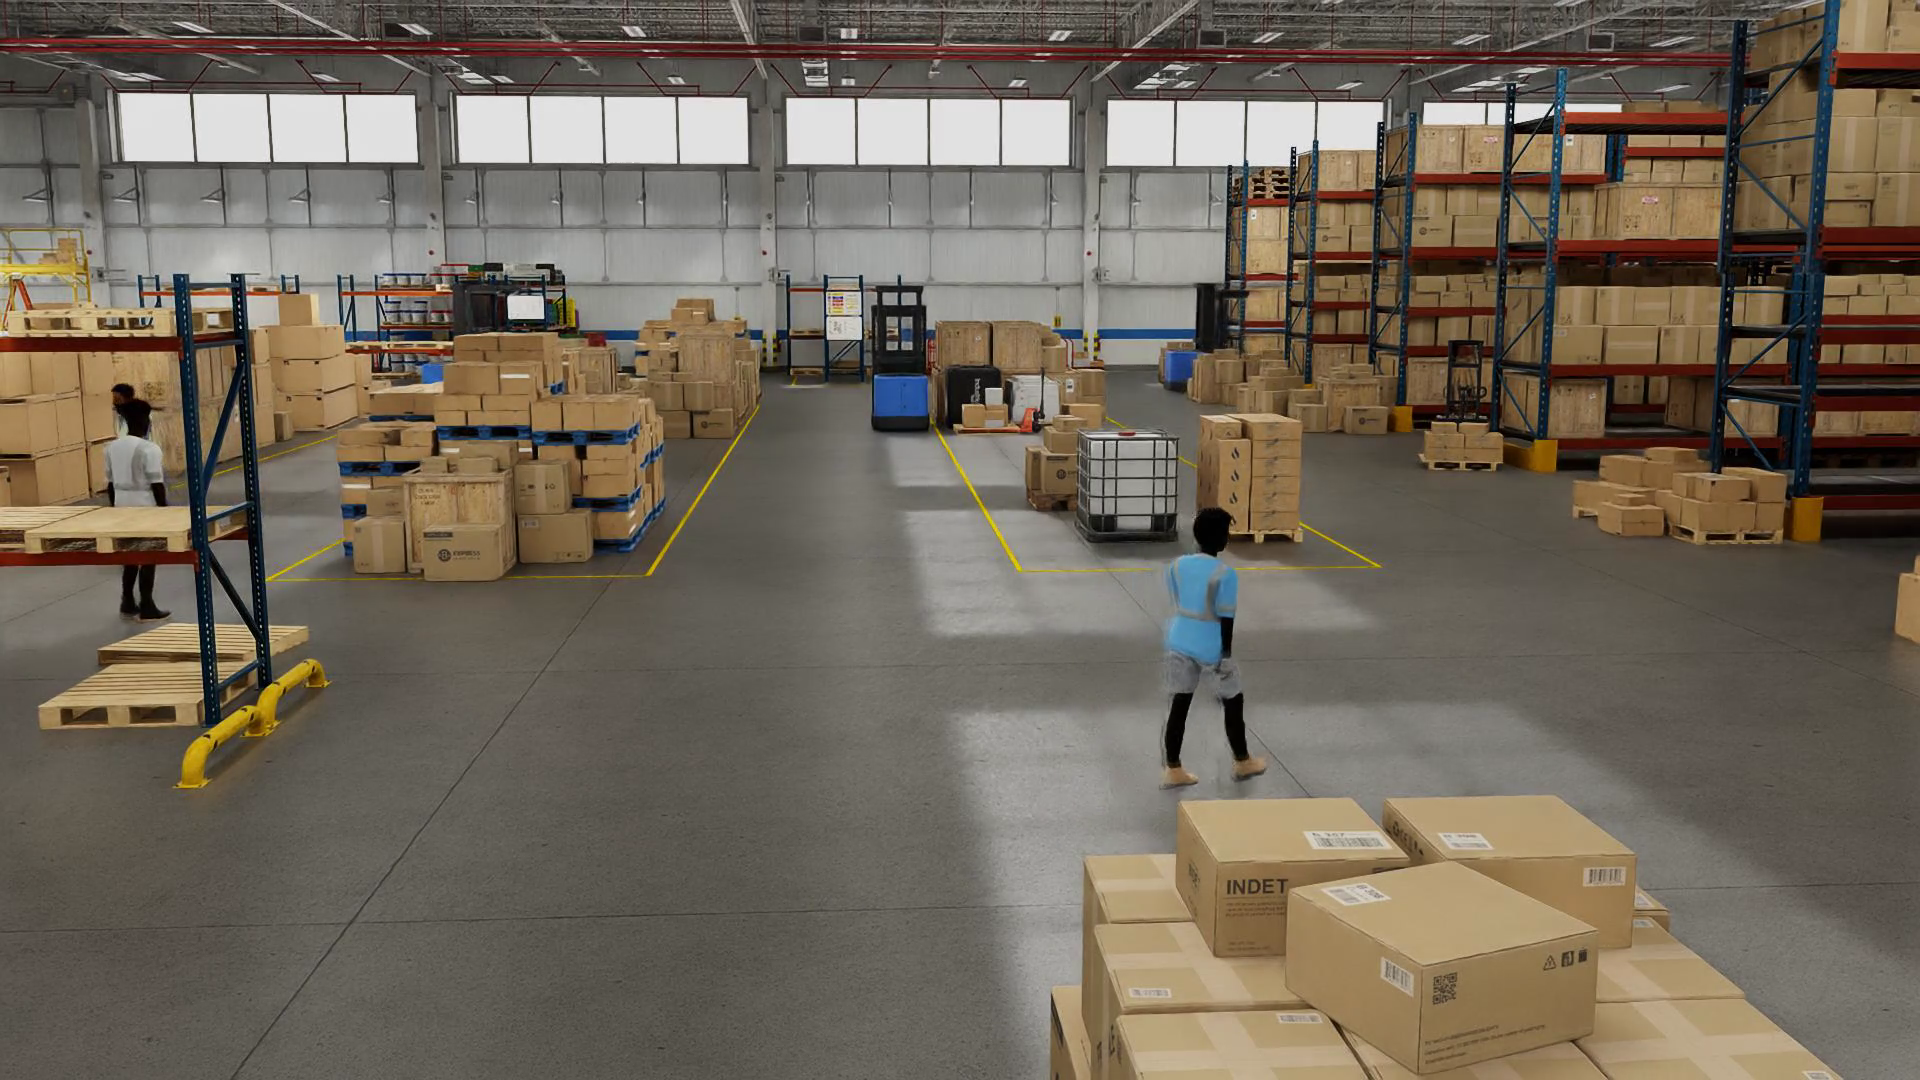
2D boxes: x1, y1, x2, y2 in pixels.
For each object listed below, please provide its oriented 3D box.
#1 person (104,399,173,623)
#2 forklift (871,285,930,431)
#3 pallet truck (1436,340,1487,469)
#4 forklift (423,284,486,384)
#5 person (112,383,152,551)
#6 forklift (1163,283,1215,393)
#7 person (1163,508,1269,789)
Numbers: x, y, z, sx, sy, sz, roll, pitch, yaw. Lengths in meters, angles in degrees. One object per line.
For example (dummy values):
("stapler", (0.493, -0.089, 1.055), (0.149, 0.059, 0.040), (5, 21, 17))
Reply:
("person", (-7.151, -0.254, 14.519), (0.607, 1.955, 0.379), (5, 10, 27))
("forklift", (-1.181, -3.601, 32.640), (1.129, 2.768, 1.873), (-1, 9, -4))
("pallet truck", (8.004, -2.170, 26.422), (0.823, 1.965, 1.885), (2, 9, 14))
("forklift", (-10.748, -4.215, 36.494), (1.873, 2.768, 1.129), (2, 9, 13))
("person", (-8.893, -0.781, 18.101), (0.902, 1.883, 0.593), (-9, 13, -44))
("forklift", (6.242, -5.192, 42.634), (1.873, 2.768, 1.129), (-1, 9, -4))
("person", (1.522, 0.634, 9.862), (0.785, 1.666, 0.539), (-8, 12, -39))
